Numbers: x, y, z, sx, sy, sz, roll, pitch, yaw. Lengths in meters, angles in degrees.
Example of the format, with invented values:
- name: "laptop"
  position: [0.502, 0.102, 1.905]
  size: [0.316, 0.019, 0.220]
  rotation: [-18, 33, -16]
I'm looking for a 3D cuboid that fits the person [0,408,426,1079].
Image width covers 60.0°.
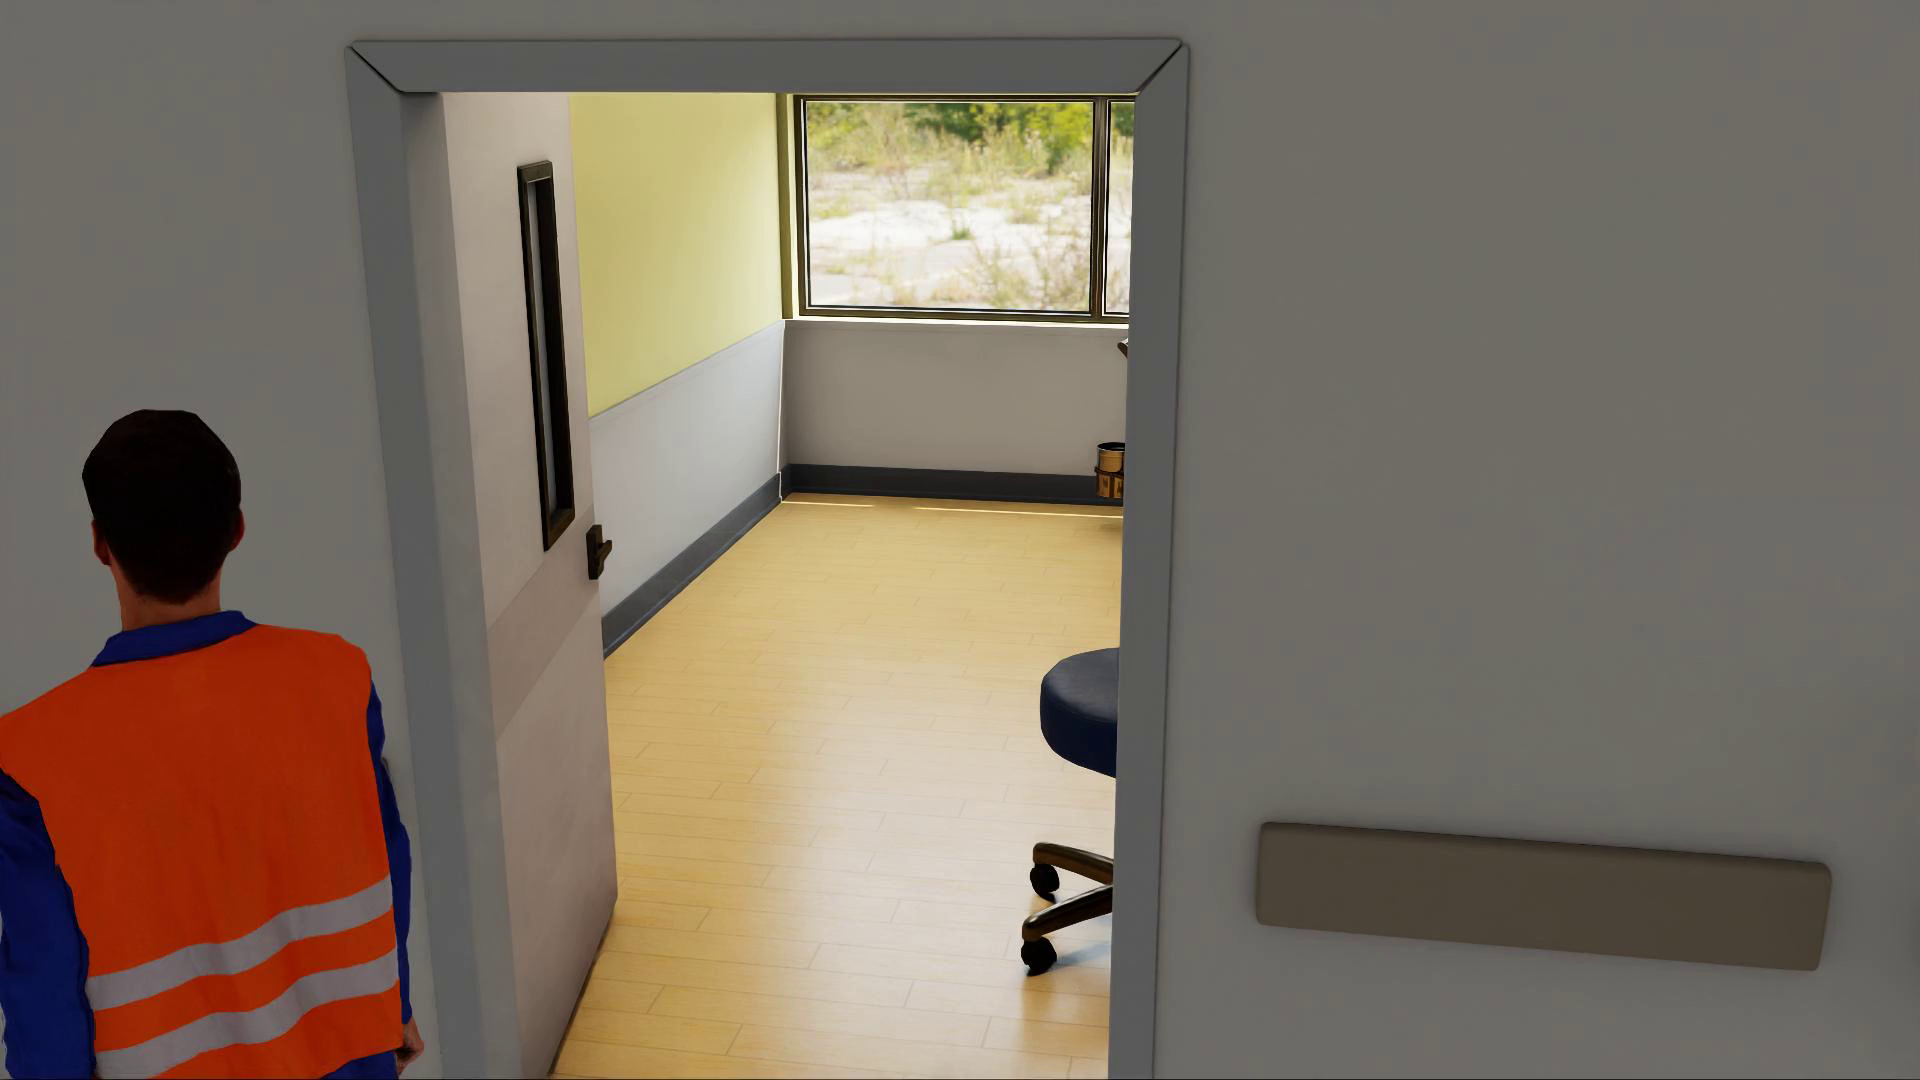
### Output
- name: "person"
  position: [-0.963, 0.738, 2.254]
  size: [0.790, 1.863, 0.827]
  rotation: [-13, 20, -39]
